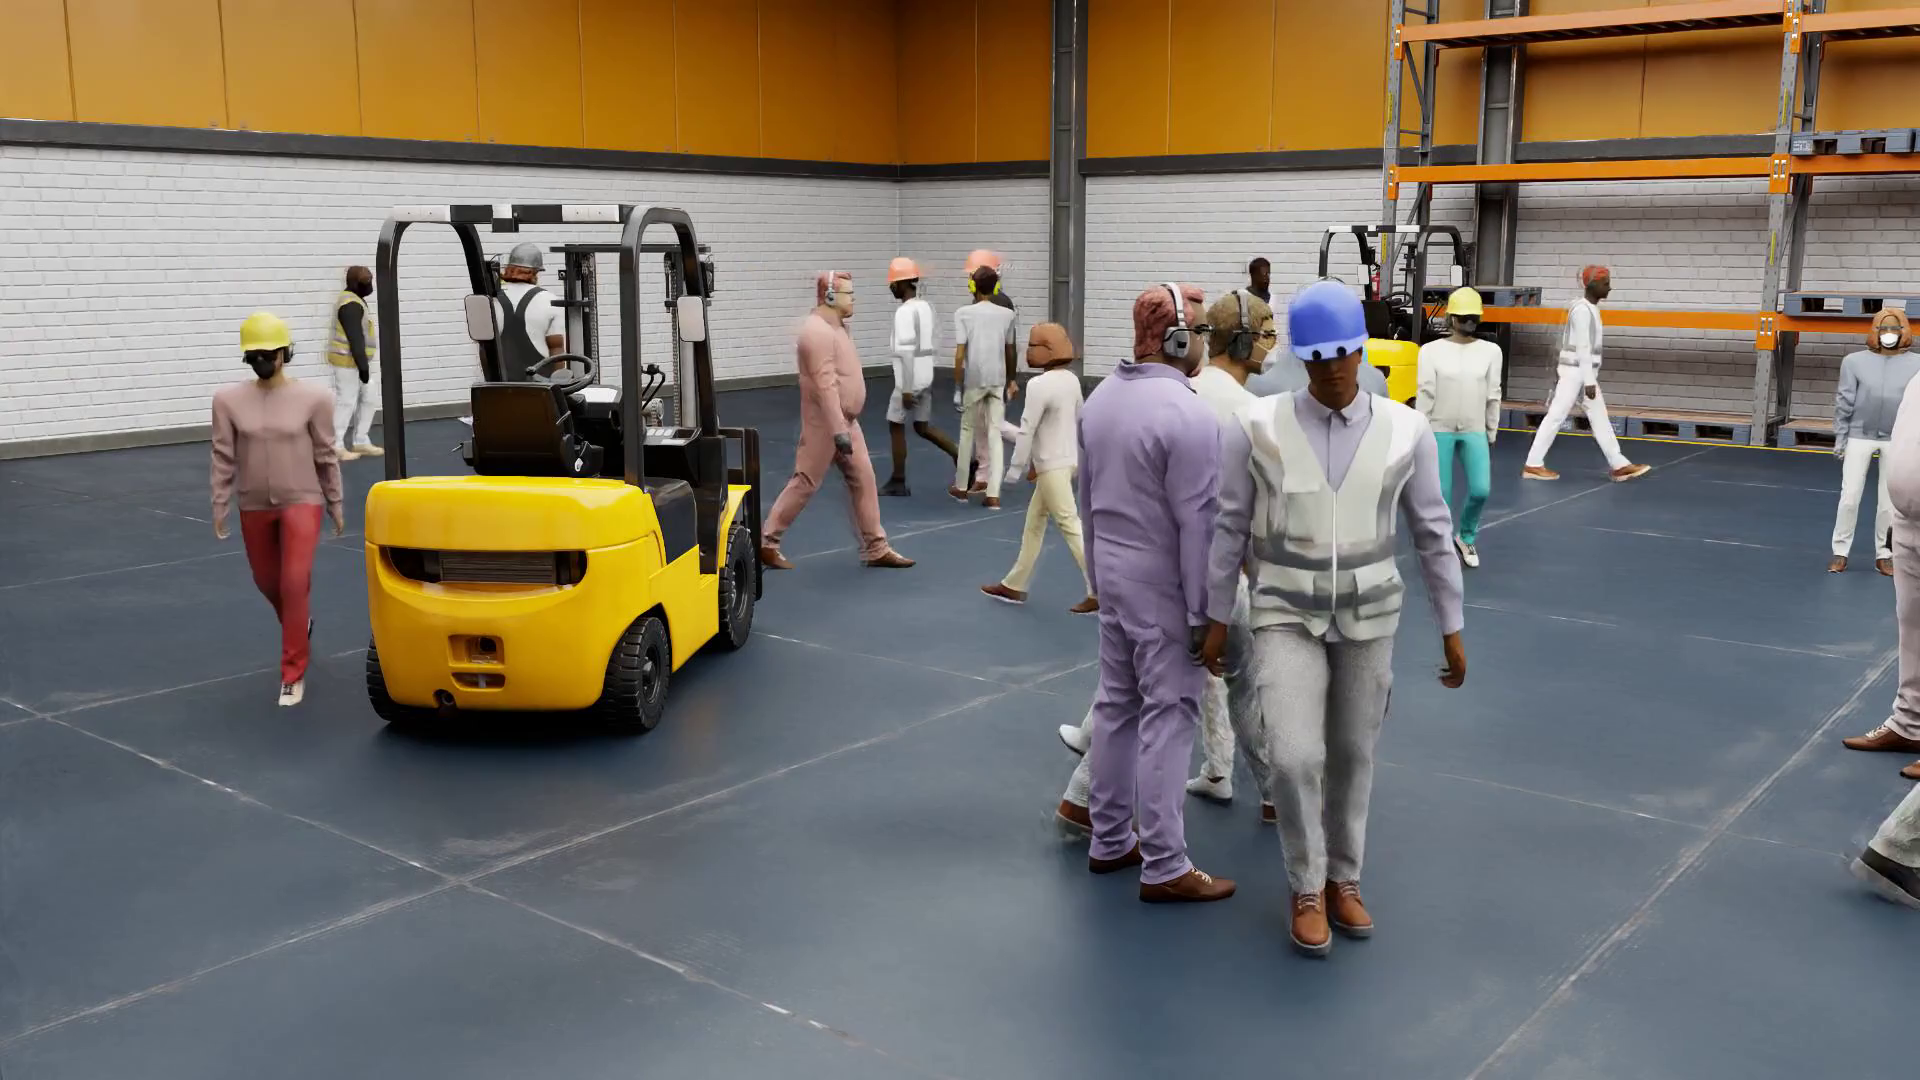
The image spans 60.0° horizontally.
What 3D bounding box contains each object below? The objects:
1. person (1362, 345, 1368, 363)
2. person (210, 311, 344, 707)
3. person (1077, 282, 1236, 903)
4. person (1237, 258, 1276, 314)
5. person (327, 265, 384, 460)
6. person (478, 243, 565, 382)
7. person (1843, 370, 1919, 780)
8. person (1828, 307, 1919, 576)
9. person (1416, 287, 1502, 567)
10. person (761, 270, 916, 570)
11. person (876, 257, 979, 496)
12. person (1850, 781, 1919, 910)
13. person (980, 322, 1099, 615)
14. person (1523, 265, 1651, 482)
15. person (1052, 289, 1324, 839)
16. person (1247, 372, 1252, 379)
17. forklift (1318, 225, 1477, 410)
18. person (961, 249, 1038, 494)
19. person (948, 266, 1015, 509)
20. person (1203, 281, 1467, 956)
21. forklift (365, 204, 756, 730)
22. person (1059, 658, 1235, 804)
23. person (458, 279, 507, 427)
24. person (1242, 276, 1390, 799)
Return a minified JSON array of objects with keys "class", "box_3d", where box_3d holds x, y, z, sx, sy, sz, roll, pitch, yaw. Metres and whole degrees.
[{"class":"person","box_3d":[2.362,-0.722,10.706,0.567,1.669,0.454,0,10,2]},{"class":"person","box_3d":[-3.083,-0.176,7.561,0.545,1.738,0.819,-1,10,-8]},{"class":"person","box_3d":[0.629,0.162,5.174,0.403,1.906,0.651,-5,11,-26]},{"class":"person","box_3d":[2.859,-1.796,16.150,0.610,1.861,1.022,-8,13,-37]},{"class":"person","box_3d":[-5.622,-1.626,15.369,0.629,1.802,0.644,-3,11,-14]},{"class":"person","box_3d":[-3.245,-1.208,12.395,0.690,2.000,0.536,0,10,0]},{"class":"person","box_3d":[3.728,-0.047,6.329,0.405,1.911,0.636,0,10,-1]},{"class":"person","box_3d":[5.594,-0.595,10.121,0.501,1.633,0.281,5,11,24]},{"class":"person","box_3d":[3.020,-0.651,10.094,0.532,1.755,0.358,1,10,4]},{"class":"person","box_3d":[-0.834,-0.723,10.231,0.990,1.863,0.643,2,10,13]},{"class":"person","box_3d":[-0.294,-1.261,13.069,0.822,1.909,0.547,4,11,21]},{"class":"person","box_3d":[3.133,0.297,4.799,0.940,1.786,0.595,6,12,32]},{"class":"person","box_3d":[0.489,-0.390,9.105,0.848,1.587,0.504,5,11,25]},{"class":"person","box_3d":[5.261,-1.381,13.945,1.025,1.820,0.575,6,12,31]},{"class":"person","box_3d":[0.797,0.107,5.574,1.049,1.884,0.620,-1,10,-4]},{"class":"person","box_3d":[1.119,-0.102,7.140,0.757,1.721,0.558,6,12,32]},{"class":"forklift","box_3d":[4.449,-2.115,16.993,1.214,2.155,2.313,8,13,38]},{"class":"person","box_3d":[0.342,-1.339,13.331,0.688,1.973,0.634,-4,11,-22]},{"class":"person","box_3d":[0.154,-1.171,12.795,0.518,1.836,0.816,-3,11,-14]},{"class":"person","box_3d":[1.072,0.235,4.723,0.738,1.913,0.597,0,10,2]},{"class":"forklift","box_3d":[-1.766,-0.406,7.525,1.214,2.155,2.313,1,10,7]},{"class":"person","box_3d":[0.727,0.131,6.168,0.518,1.596,0.840,-7,12,-34]},{"class":"person","box_3d":[-4.986,-2.039,17.954,0.492,1.697,0.896,9,13,40]},{"class":"person","box_3d":[1.259,-0.011,6.121,0.636,1.914,0.779,-5,11,-24]}]
